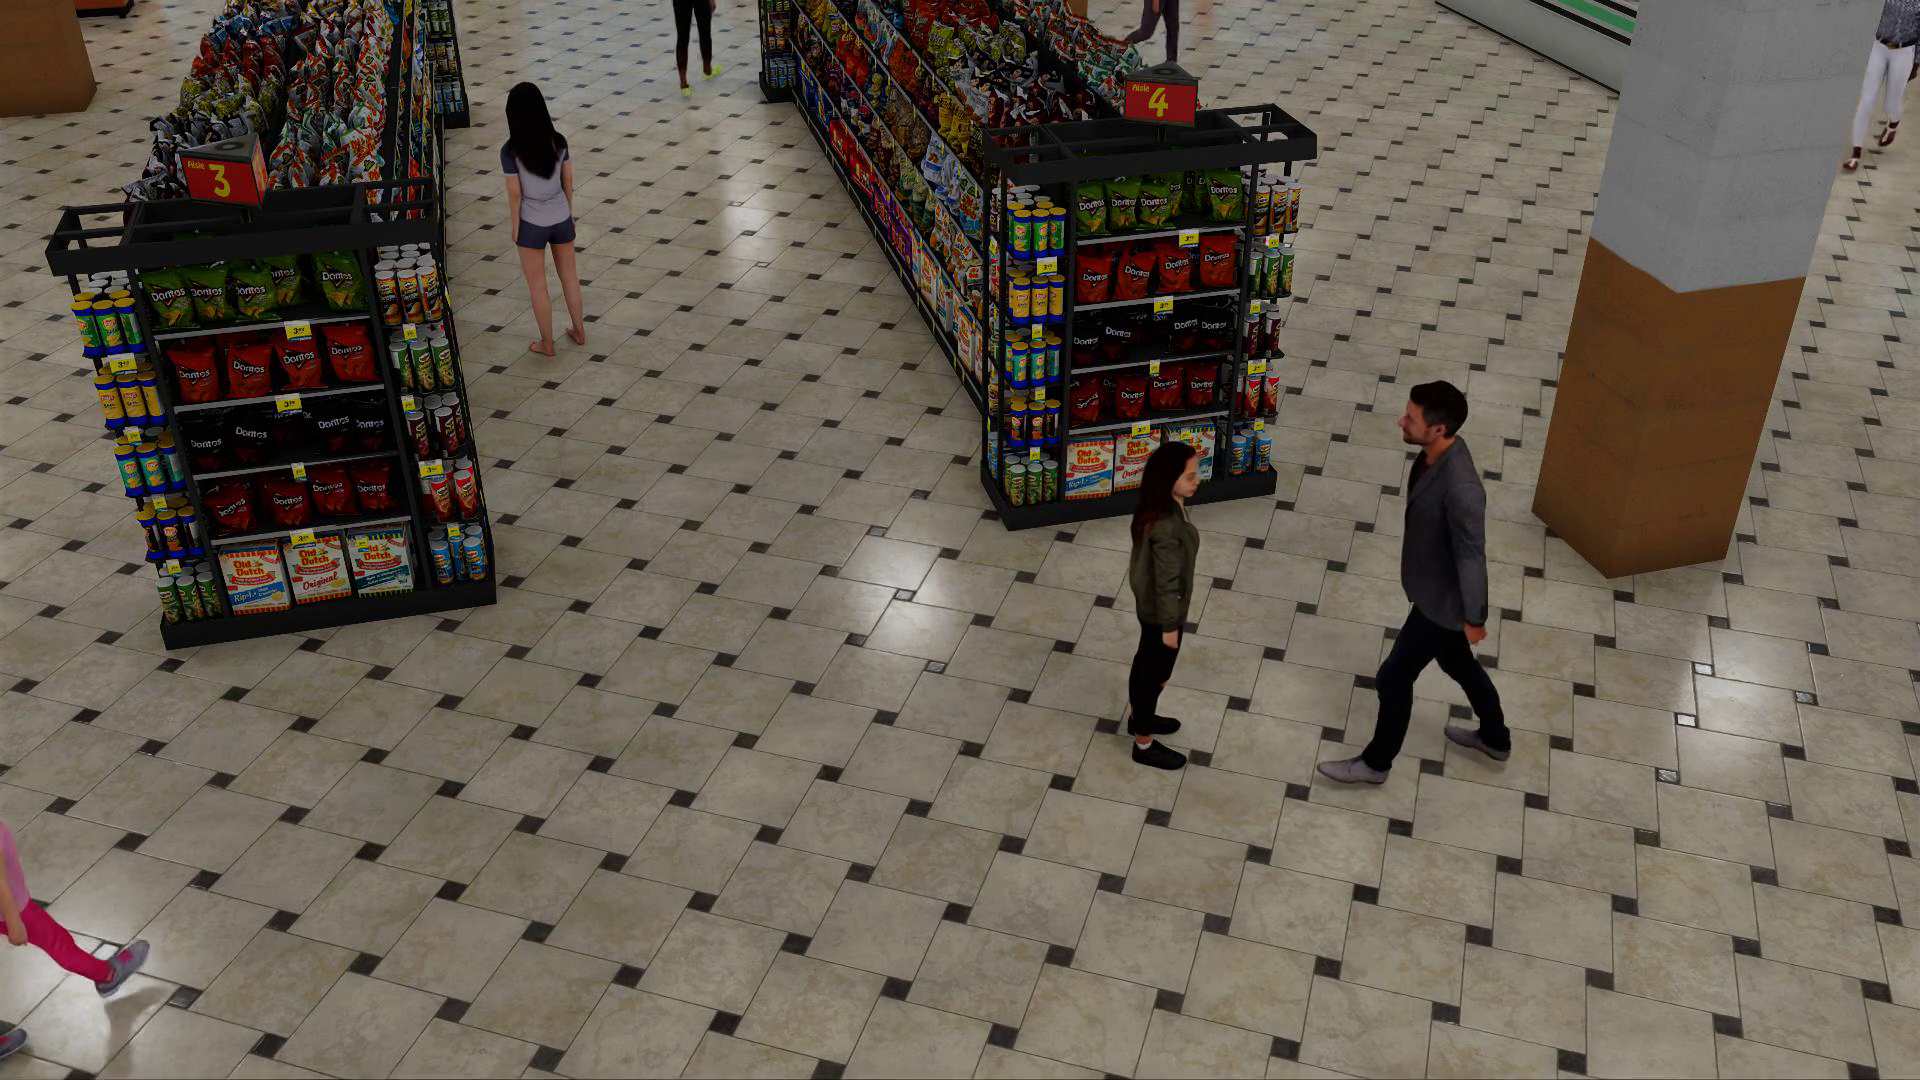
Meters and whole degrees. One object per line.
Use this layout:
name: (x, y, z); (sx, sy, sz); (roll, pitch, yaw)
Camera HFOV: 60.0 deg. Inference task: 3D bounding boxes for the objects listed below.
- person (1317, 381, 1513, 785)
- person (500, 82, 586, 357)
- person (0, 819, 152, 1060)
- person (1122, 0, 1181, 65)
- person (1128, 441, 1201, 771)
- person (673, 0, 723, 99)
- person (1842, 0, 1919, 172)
person: (1.983, 0.230, 6.594); (1.011, 1.818, 1.107); (4, 32, 7)
person: (-2.567, -1.968, 10.232); (0.675, 1.706, 0.681); (-26, 40, -36)
person: (-3.253, 1.247, 5.508); (0.858, 1.239, 0.939); (16, 35, 23)
person: (1.719, -4.906, 15.016); (1.052, 1.641, 1.034); (14, 35, 21)
person: (0.827, 0.261, 6.869); (0.699, 1.475, 0.550); (2, 32, 3)
person: (-2.401, -4.796, 14.768); (0.999, 1.716, 1.145); (6, 32, 9)
person: (7.412, -3.818, 13.205); (1.008, 1.707, 0.980); (26, 40, 35)
